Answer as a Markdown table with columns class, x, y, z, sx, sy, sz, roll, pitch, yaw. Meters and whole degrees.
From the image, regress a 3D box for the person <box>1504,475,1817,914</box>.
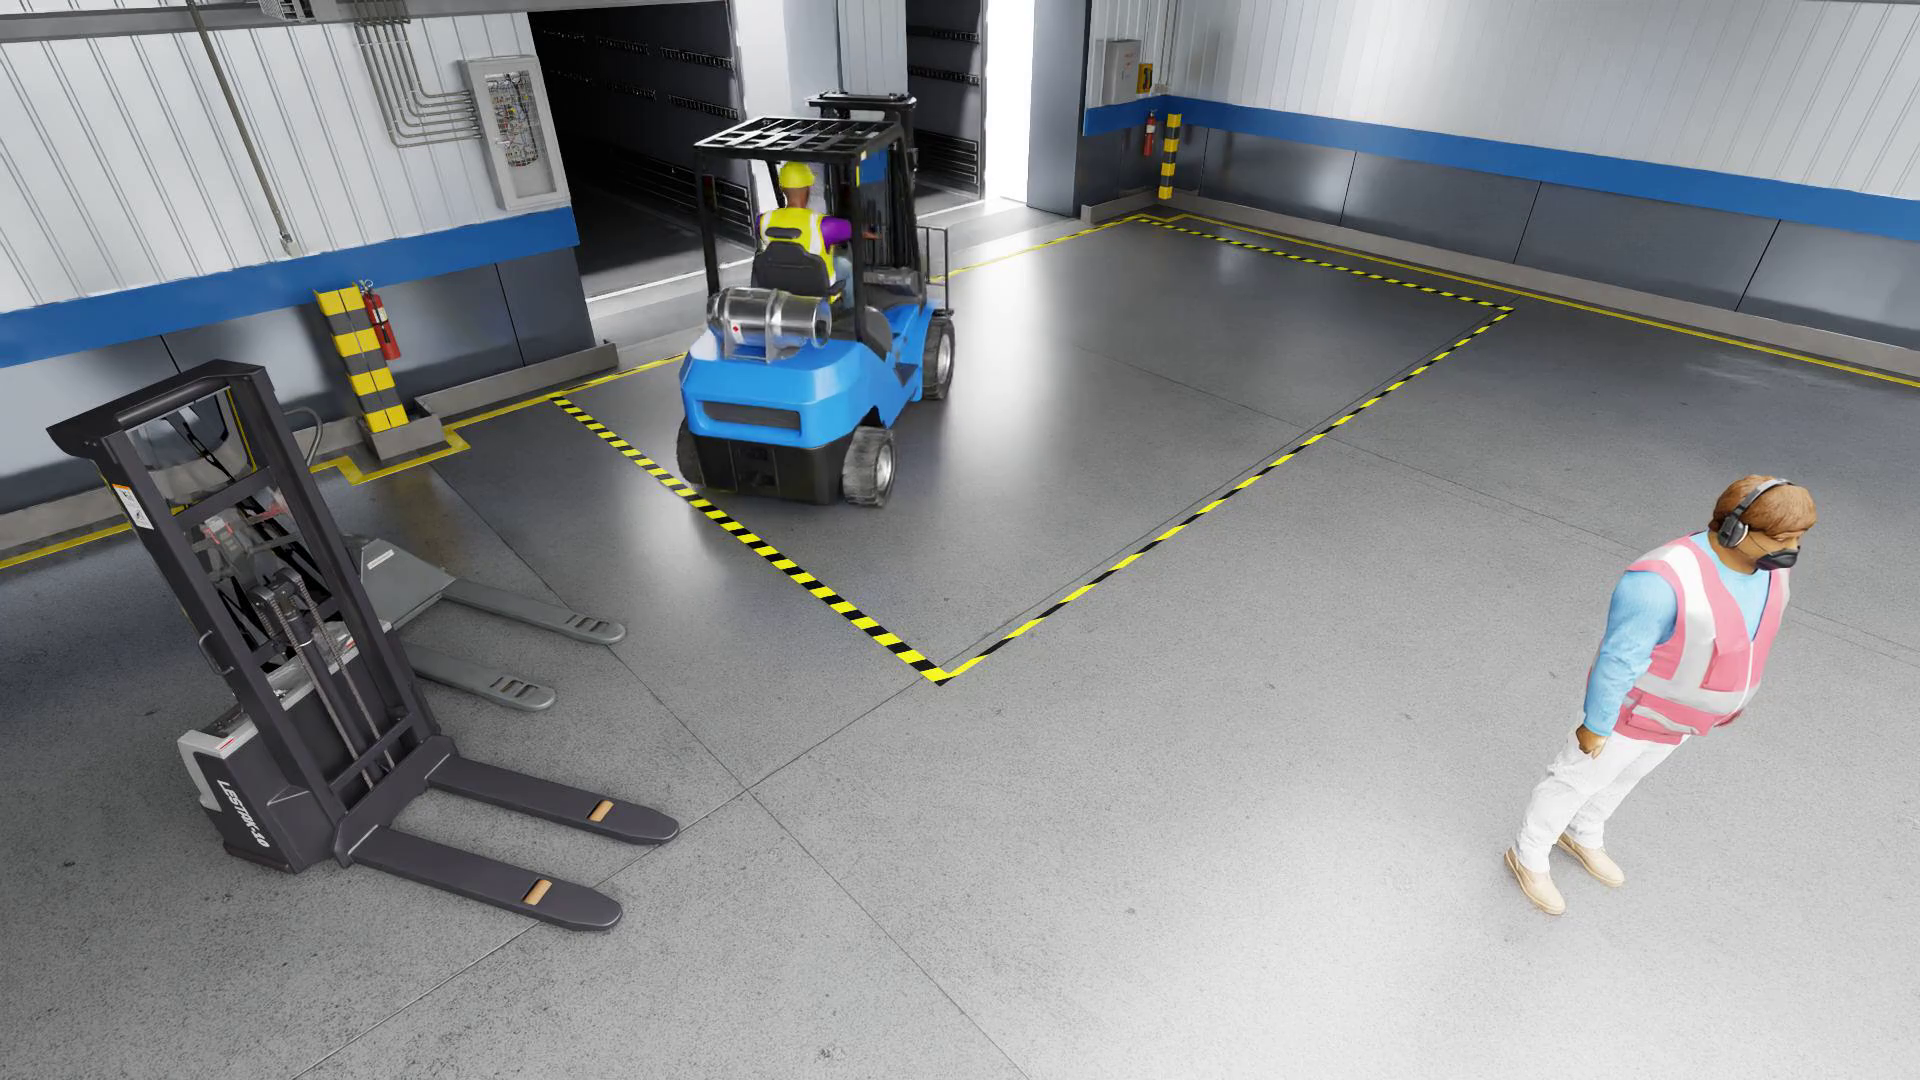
| class | x | y | z | sx | sy | sz | roll | pitch | yaw |
| --- | --- | --- | --- | --- | --- | --- | --- | --- | --- |
| person | 2.454 | 0.590 | 3.244 | 0.621 | 1.844 | 0.430 | -11 | 36 | -16 |

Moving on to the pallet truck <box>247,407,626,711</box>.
| class | x | y | z | sx | sy | sz | roll | pitch | yaw |
| --- | --- | --- | --- | --- | --- | --- | --- | --- | --- |
| pallet truck | -2.628 | 0.038 | 4.590 | 1.601 | 1.201 | 0.680 | 12 | 36 | 18 |

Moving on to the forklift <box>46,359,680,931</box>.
| class | x | y | z | sx | sy | sz | roll | pitch | yaw |
| --- | --- | --- | --- | --- | --- | --- | --- | --- | --- |
| forklift | -2.135 | 0.422 | 3.354 | 1.885 | 1.965 | 0.823 | 10 | 35 | 14 |

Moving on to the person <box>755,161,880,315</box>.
| class | x | y | z | sx | sy | sz | roll | pitch | yaw |
| --- | --- | --- | --- | --- | --- | --- | --- | --- | --- |
| person | -0.913 | -1.951 | 6.194 | 0.635 | 1.294 | 1.004 | 8 | 35 | 11 |

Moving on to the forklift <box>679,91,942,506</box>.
| class | x | y | z | sx | sy | sz | roll | pitch | yaw |
| --- | --- | --- | --- | --- | --- | --- | --- | --- | --- |
| forklift | -0.934 | -1.764 | 6.253 | 1.157 | 2.036 | 2.680 | 8 | 35 | 11 |
